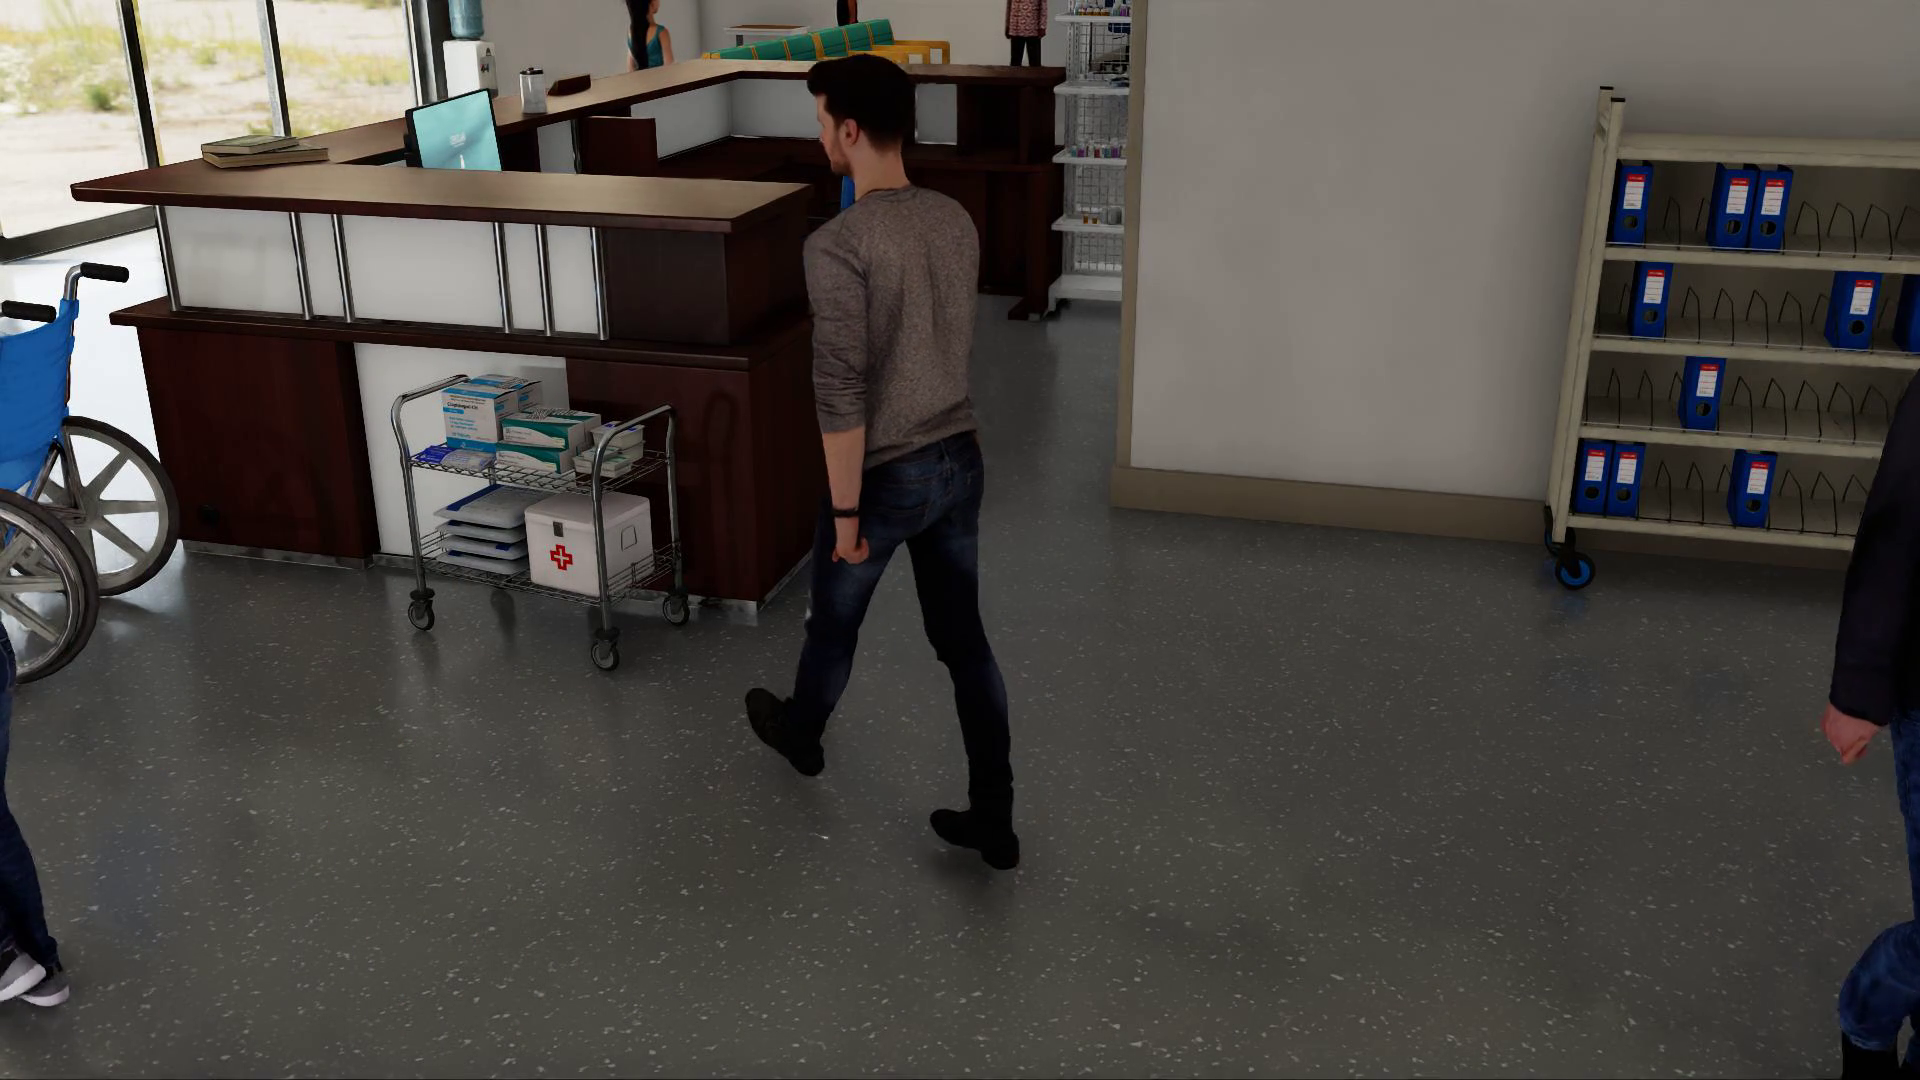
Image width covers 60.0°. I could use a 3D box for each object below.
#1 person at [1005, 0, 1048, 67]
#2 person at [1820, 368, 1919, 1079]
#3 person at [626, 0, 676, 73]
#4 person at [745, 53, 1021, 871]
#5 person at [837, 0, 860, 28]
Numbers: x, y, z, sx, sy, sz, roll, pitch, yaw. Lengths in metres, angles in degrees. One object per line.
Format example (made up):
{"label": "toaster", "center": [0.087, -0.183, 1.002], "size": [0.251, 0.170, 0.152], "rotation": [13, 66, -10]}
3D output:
{"label": "person", "center": [0.771, -6.006, 19.469], "size": [0.582, 1.803, 0.770], "rotation": [9, 23, 23]}
{"label": "person", "center": [1.735, 0.250, 2.864], "size": [0.768, 1.865, 0.949], "rotation": [-5, 21, -12]}
{"label": "person", "center": [-2.281, -3.243, 12.339], "size": [0.477, 1.686, 0.657], "rotation": [10, 23, 25]}
{"label": "person", "center": [-0.057, -0.098, 3.800], "size": [1.098, 1.853, 1.280], "rotation": [-17, 27, -38]}
{"label": "person", "center": [-1.266, -5.851, 19.263], "size": [0.634, 1.659, 0.649], "rotation": [-3, 21, -7]}
